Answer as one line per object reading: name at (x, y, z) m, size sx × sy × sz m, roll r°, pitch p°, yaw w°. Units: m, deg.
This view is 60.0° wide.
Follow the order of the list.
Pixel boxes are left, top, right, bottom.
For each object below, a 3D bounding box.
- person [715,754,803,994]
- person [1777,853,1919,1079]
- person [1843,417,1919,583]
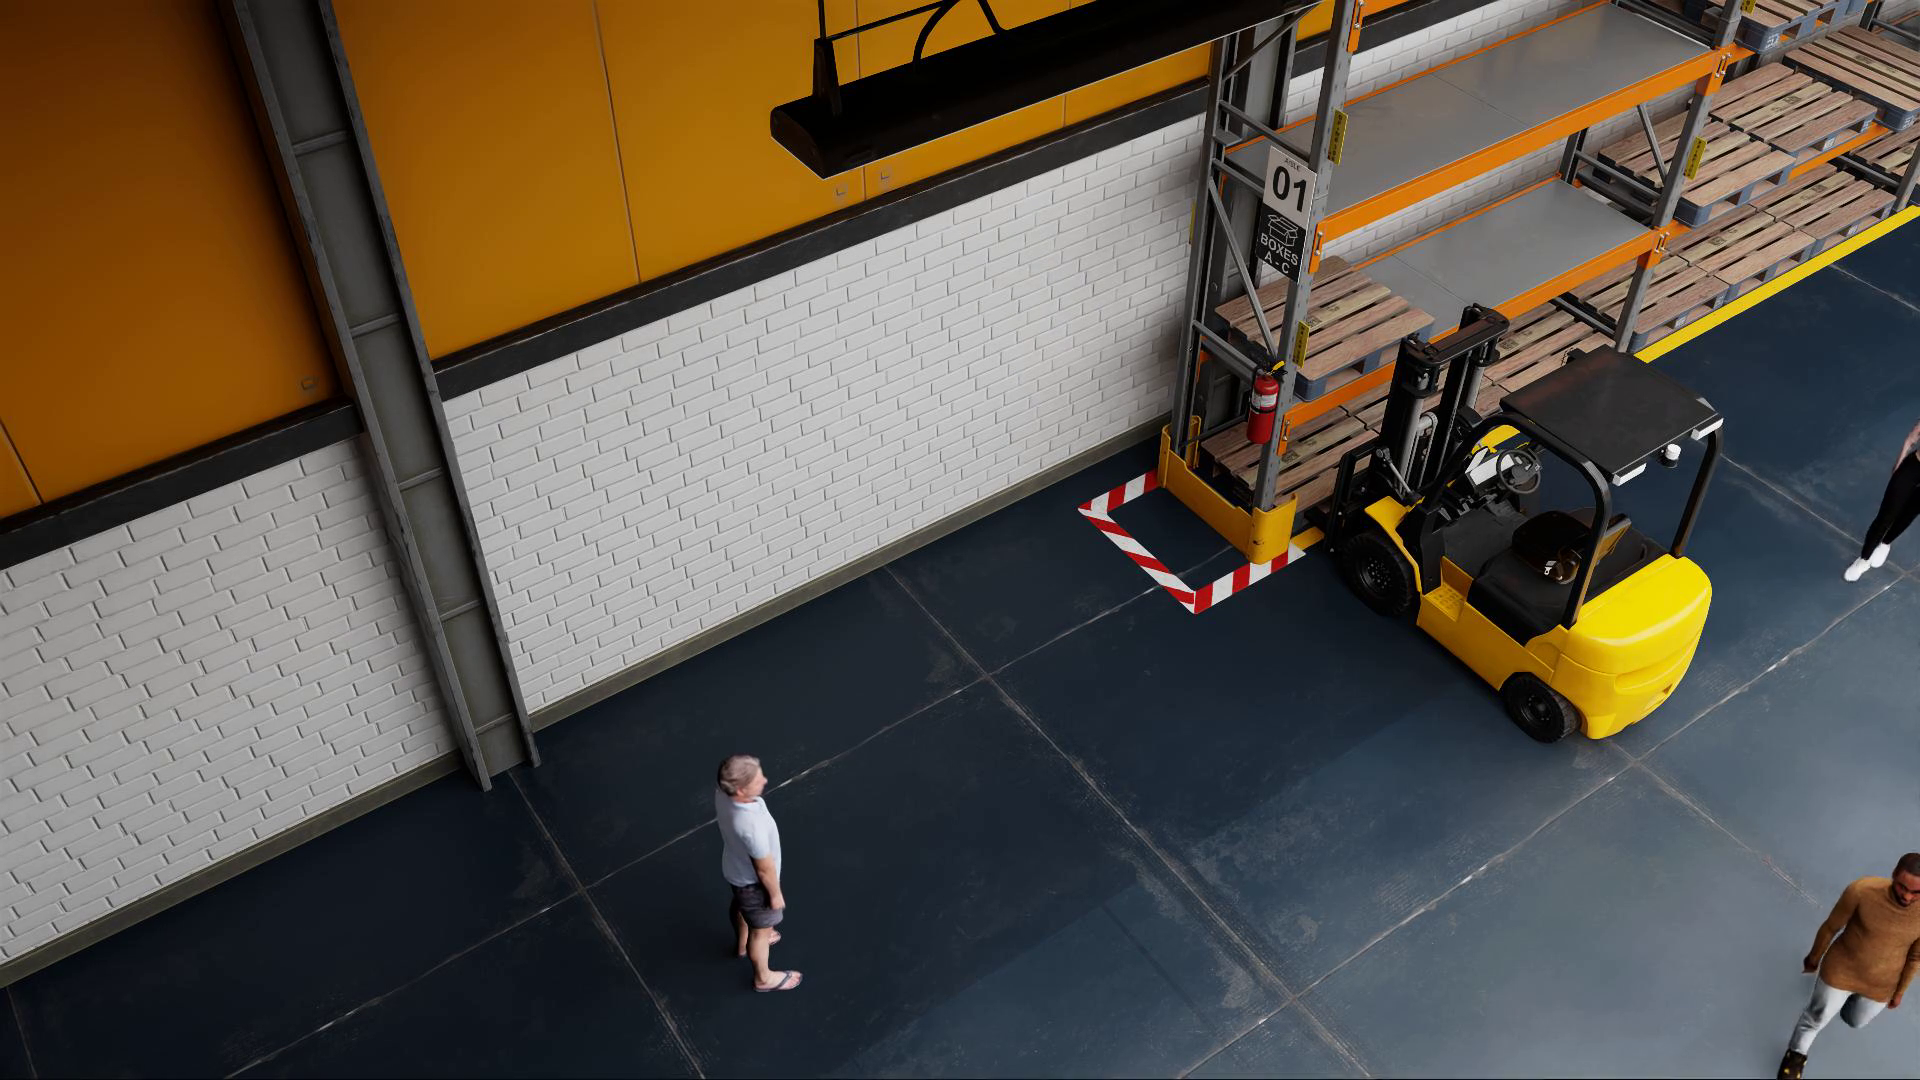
person at (-1.143, 1.786, 9.019) m, size 0.592 × 1.830 × 0.692 m, roll -19°, pitch 47°, yaw -18°
person at (4.679, 2.165, 8.643) m, size 0.943 × 1.801 × 1.076 m, roll 16°, pitch 46°, yaw 16°
person at (6.685, -0.470, 11.465) m, size 0.707 × 1.724 × 0.869 m, roll 30°, pitch 51°, yaw 27°
